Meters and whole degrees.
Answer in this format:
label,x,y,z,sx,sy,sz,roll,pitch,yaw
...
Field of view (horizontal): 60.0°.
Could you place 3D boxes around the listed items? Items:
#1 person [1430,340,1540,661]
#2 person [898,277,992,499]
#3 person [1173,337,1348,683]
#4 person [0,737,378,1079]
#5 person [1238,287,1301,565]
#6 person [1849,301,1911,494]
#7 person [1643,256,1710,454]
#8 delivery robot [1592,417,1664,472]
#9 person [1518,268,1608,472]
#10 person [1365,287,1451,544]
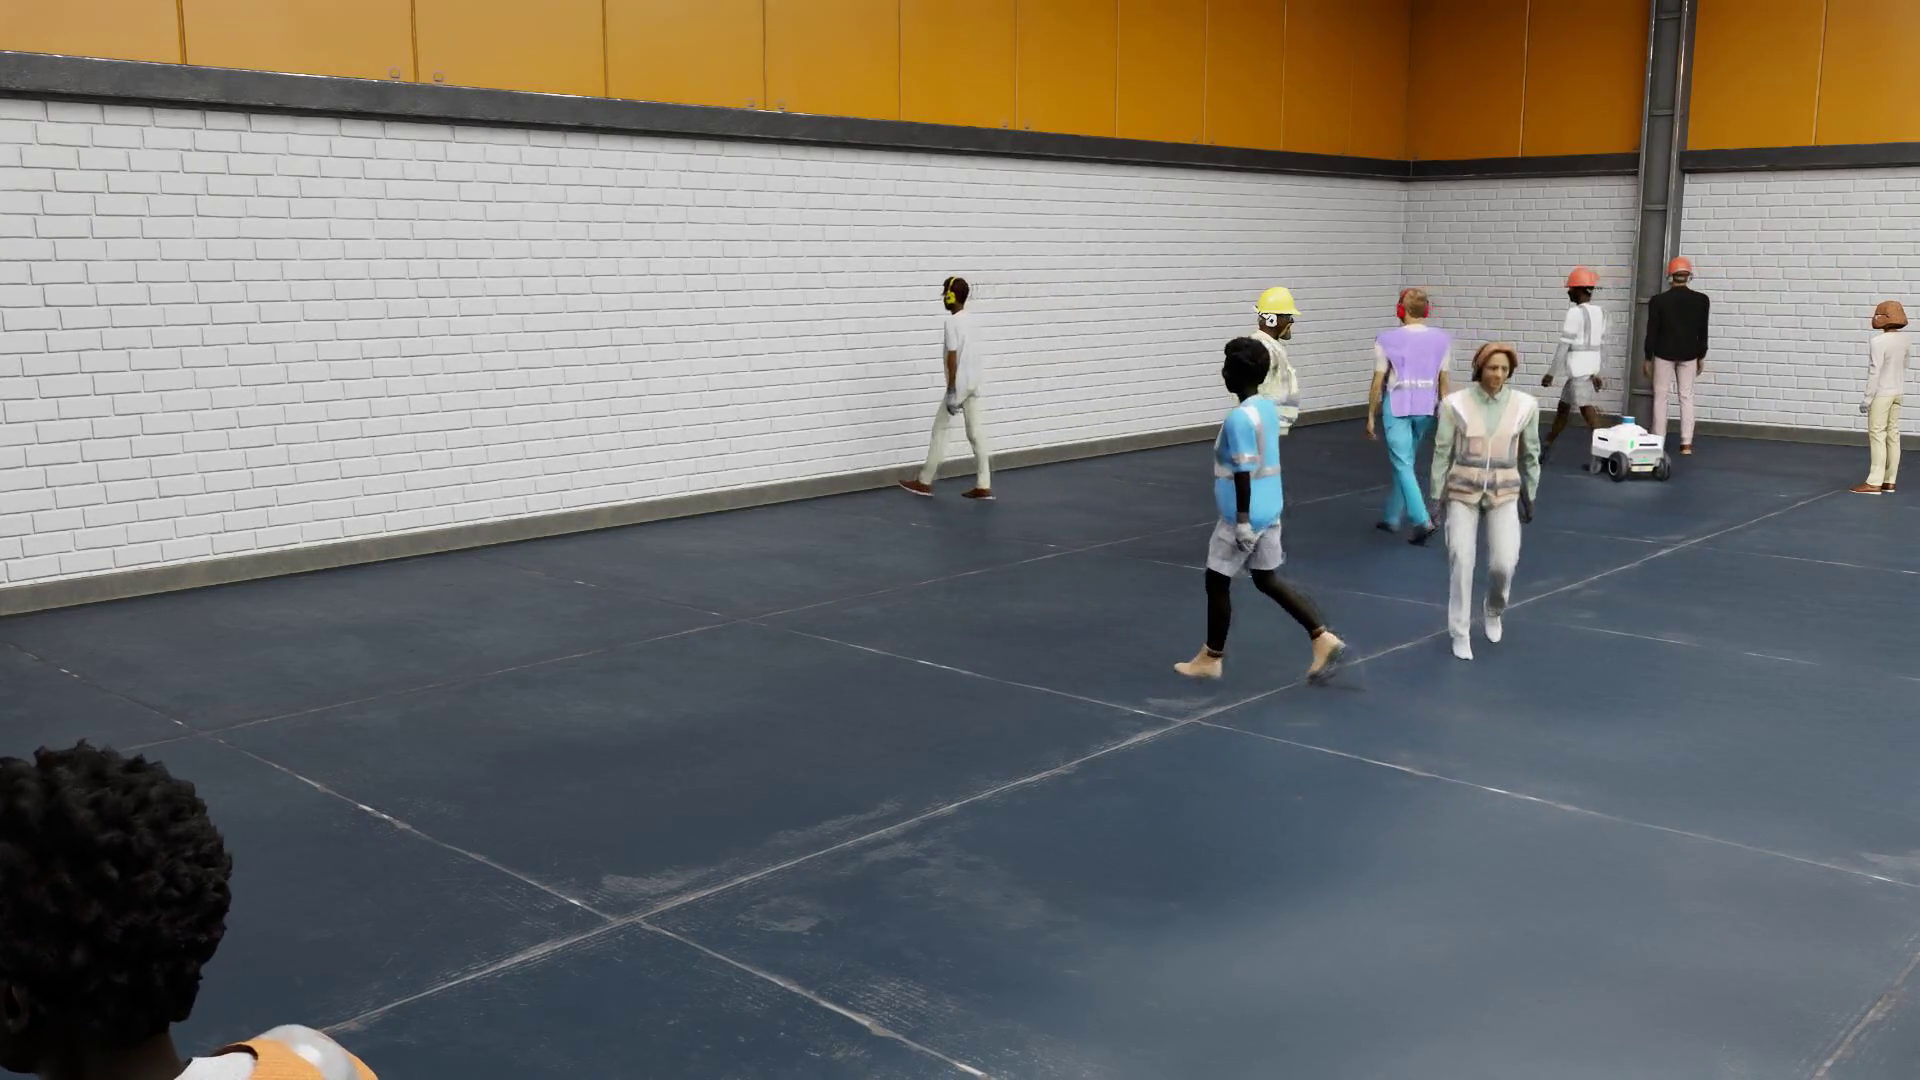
label,x,y,z,sx,sy,sz,roll,pitch,yaw
person,2.648,-0.202,8.416,0.537,1.624,0.396,2,10,10
person,-0.100,-1.257,13.838,0.888,1.831,0.538,6,12,33
person,1.443,-0.126,7.872,0.773,1.669,0.538,5,11,27
person,-0.655,0.996,1.415,0.321,1.691,0.530,3,10,15
person,2.027,-0.747,10.960,0.403,1.825,0.591,2,10,10
person,7.815,-1.202,14.082,0.497,1.633,0.285,-6,12,-31
person,7.222,-1.859,16.799,0.621,1.992,0.393,1,10,4
delivery robot,6.015,-0.870,14.993,0.477,0.478,0.707,-1,10,-8
person,5.754,-1.601,15.637,1.019,1.877,0.551,9,13,42
person,3.205,-0.896,11.848,0.580,1.808,0.920,-2,10,-14
